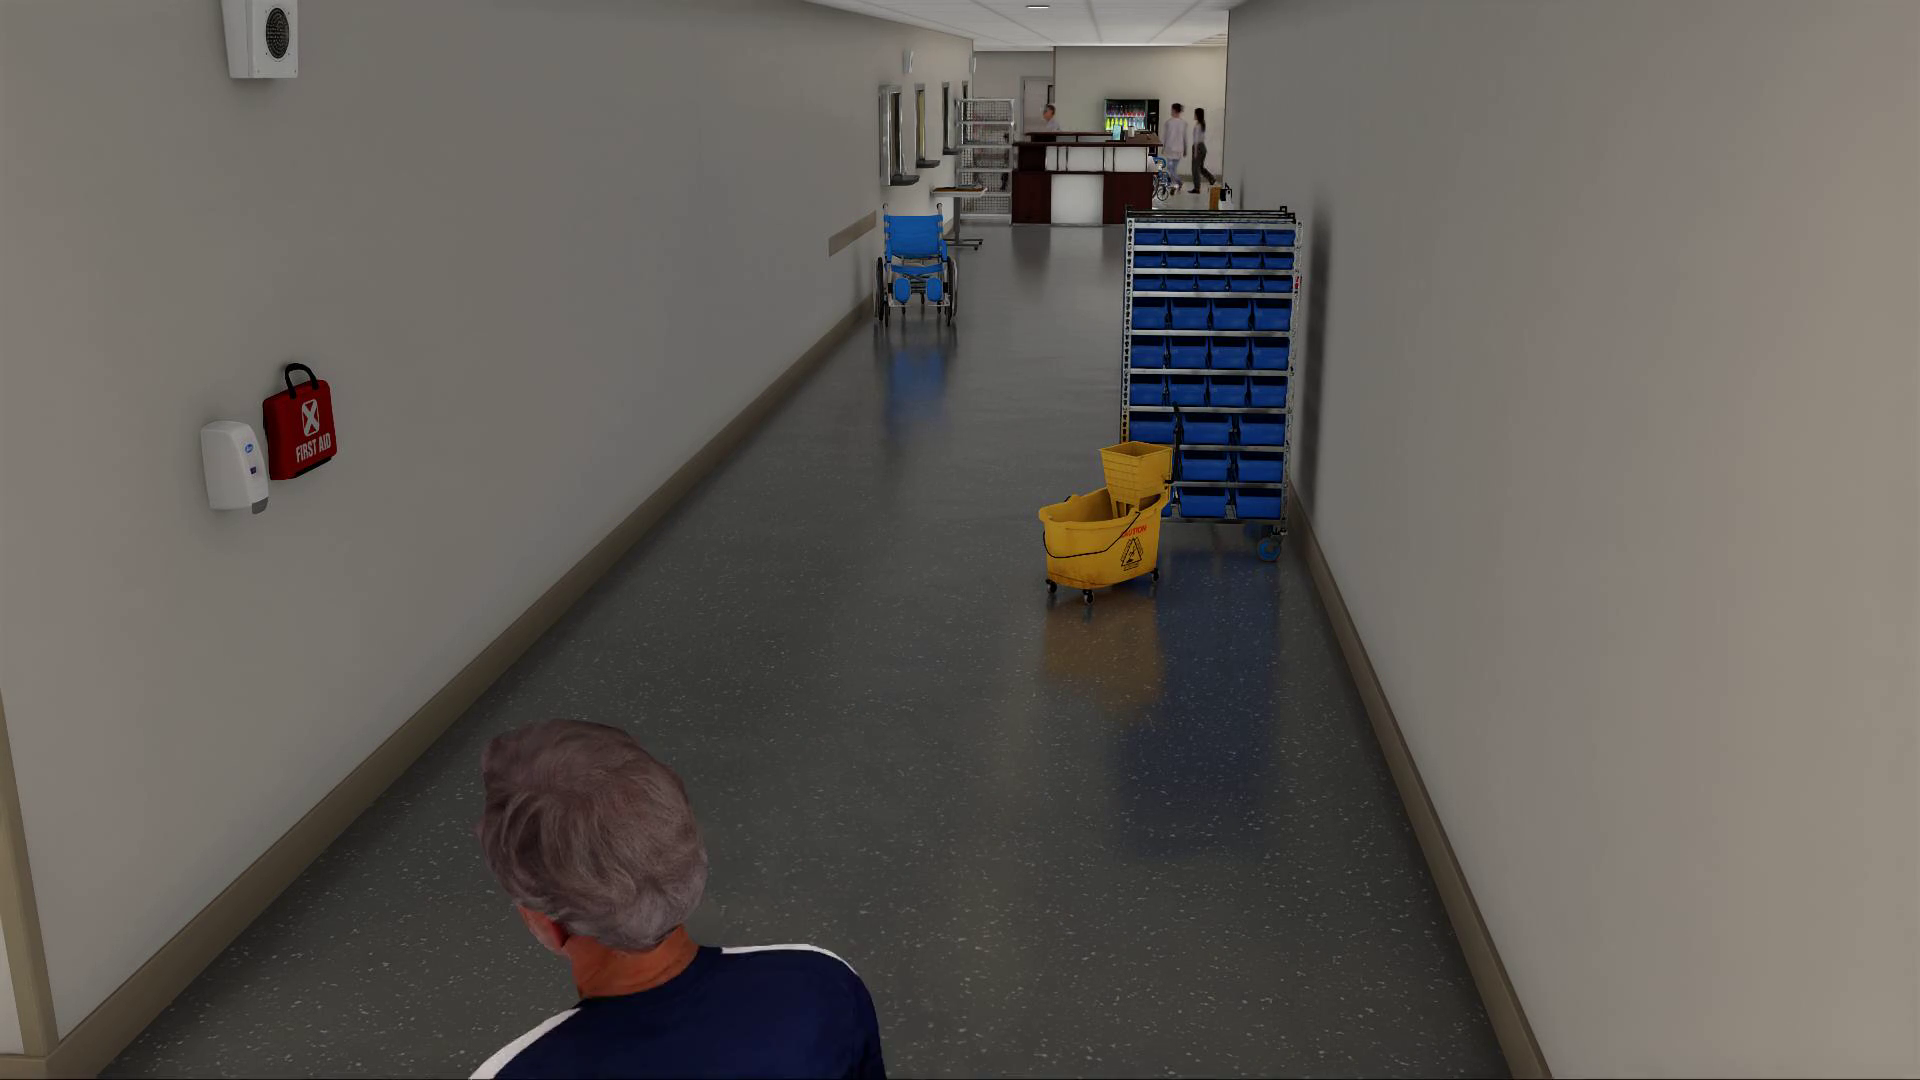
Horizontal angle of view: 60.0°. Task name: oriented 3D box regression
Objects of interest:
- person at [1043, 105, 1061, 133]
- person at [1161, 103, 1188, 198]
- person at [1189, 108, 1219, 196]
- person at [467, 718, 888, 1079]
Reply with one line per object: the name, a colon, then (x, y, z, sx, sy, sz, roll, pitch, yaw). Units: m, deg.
person: (1.889, -7.644, 32.840, 1.283, 1.767, 1.009, -6, 17, -20)
person: (4.256, -7.709, 32.982, 1.106, 1.815, 1.027, -5, 17, -18)
person: (4.957, -7.885, 33.778, 0.954, 1.722, 0.835, 8, 17, 25)
person: (-0.197, 1.081, 1.853, 1.005, 1.788, 1.073, -10, 19, -31)
